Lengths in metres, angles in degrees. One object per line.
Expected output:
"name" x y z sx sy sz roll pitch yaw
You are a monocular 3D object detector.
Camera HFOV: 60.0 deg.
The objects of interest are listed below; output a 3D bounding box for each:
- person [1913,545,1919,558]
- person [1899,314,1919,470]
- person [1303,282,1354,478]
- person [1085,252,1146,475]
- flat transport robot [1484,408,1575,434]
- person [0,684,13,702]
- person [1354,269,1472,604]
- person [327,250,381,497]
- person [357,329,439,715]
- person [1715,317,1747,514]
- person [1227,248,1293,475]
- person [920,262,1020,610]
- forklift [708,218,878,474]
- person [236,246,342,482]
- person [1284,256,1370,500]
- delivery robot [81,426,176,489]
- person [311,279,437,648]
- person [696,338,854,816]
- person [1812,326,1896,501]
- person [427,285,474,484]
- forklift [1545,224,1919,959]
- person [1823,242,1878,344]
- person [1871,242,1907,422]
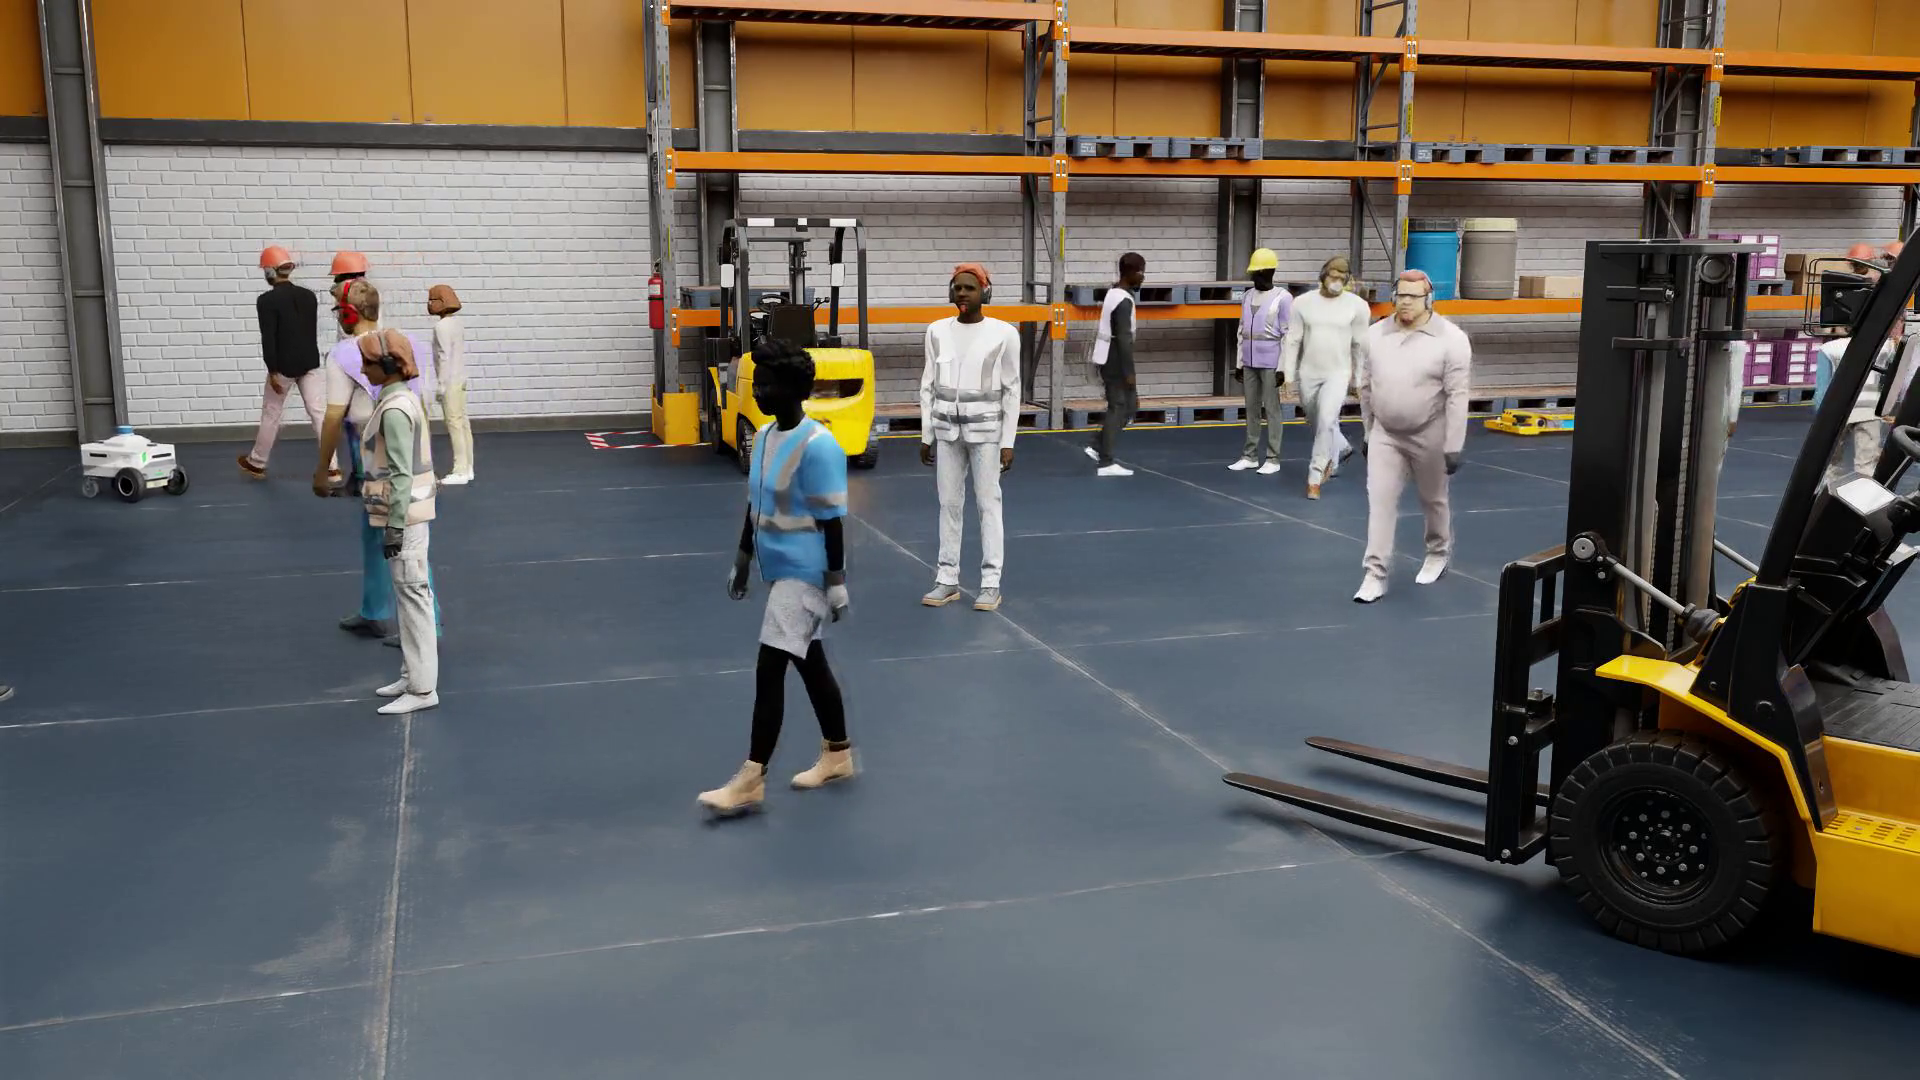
"person" 6.311 -0.883 10.469 0.522 2.022 0.627 1 10 3
"person" 6.678 -0.910 11.211 0.639 1.819 0.809 -3 11 -15
"person" 3.103 -1.368 13.866 0.427 1.737 0.549 -3 11 -14
"person" 1.341 -1.468 14.034 0.458 1.886 0.621 0 10 2
"flat transport robot" 6.259 -1.248 17.270 1.431 0.197 0.652 -3 11 -14
"person" -4.386 -0.181 7.174 0.591 1.825 0.403 9 14 41
"person" 2.572 -0.604 9.440 0.654 1.855 1.040 7 12 33
"person" -4.623 -1.278 12.910 0.586 1.918 0.551 0 10 0
"person" -2.392 -0.079 7.112 0.308 1.638 0.511 -3 11 -18
"person" 4.916 -0.845 11.059 0.487 1.734 0.508 9 14 41
"person" 2.588 -1.529 14.263 0.364 1.928 0.587 -8 13 -37
"person" 0.043 -0.558 9.064 0.575 1.885 0.355 4 11 23
"forklift" -1.522 -1.778 14.899 1.214 2.155 2.313 -3 11 -17
"person" -5.583 -1.450 13.796 1.036 1.934 0.636 6 12 29
"person" 2.910 -1.305 13.178 0.639 1.891 1.010 4 11 23
"delivery robot" -6.456 -0.642 12.908 0.707 0.478 0.477 4 11 22
"person" -2.938 -0.361 8.170 0.798 1.809 0.563 3 11 16
"person" -0.682 0.131 5.883 0.788 1.660 0.549 -6 12 -29
"person" 6.039 -0.812 11.250 0.507 1.600 0.802 3 11 16
"person" -4.192 -1.273 13.667 0.277 1.632 0.502 0 10 1
"forklift" 2.909 0.117 4.508 2.313 2.155 1.214 9 14 40
"person" 10.024 -2.337 18.594 0.645 1.966 0.742 6 12 32
"person" 10.027 -2.239 18.053 0.524 1.970 0.622 0 10 -1
